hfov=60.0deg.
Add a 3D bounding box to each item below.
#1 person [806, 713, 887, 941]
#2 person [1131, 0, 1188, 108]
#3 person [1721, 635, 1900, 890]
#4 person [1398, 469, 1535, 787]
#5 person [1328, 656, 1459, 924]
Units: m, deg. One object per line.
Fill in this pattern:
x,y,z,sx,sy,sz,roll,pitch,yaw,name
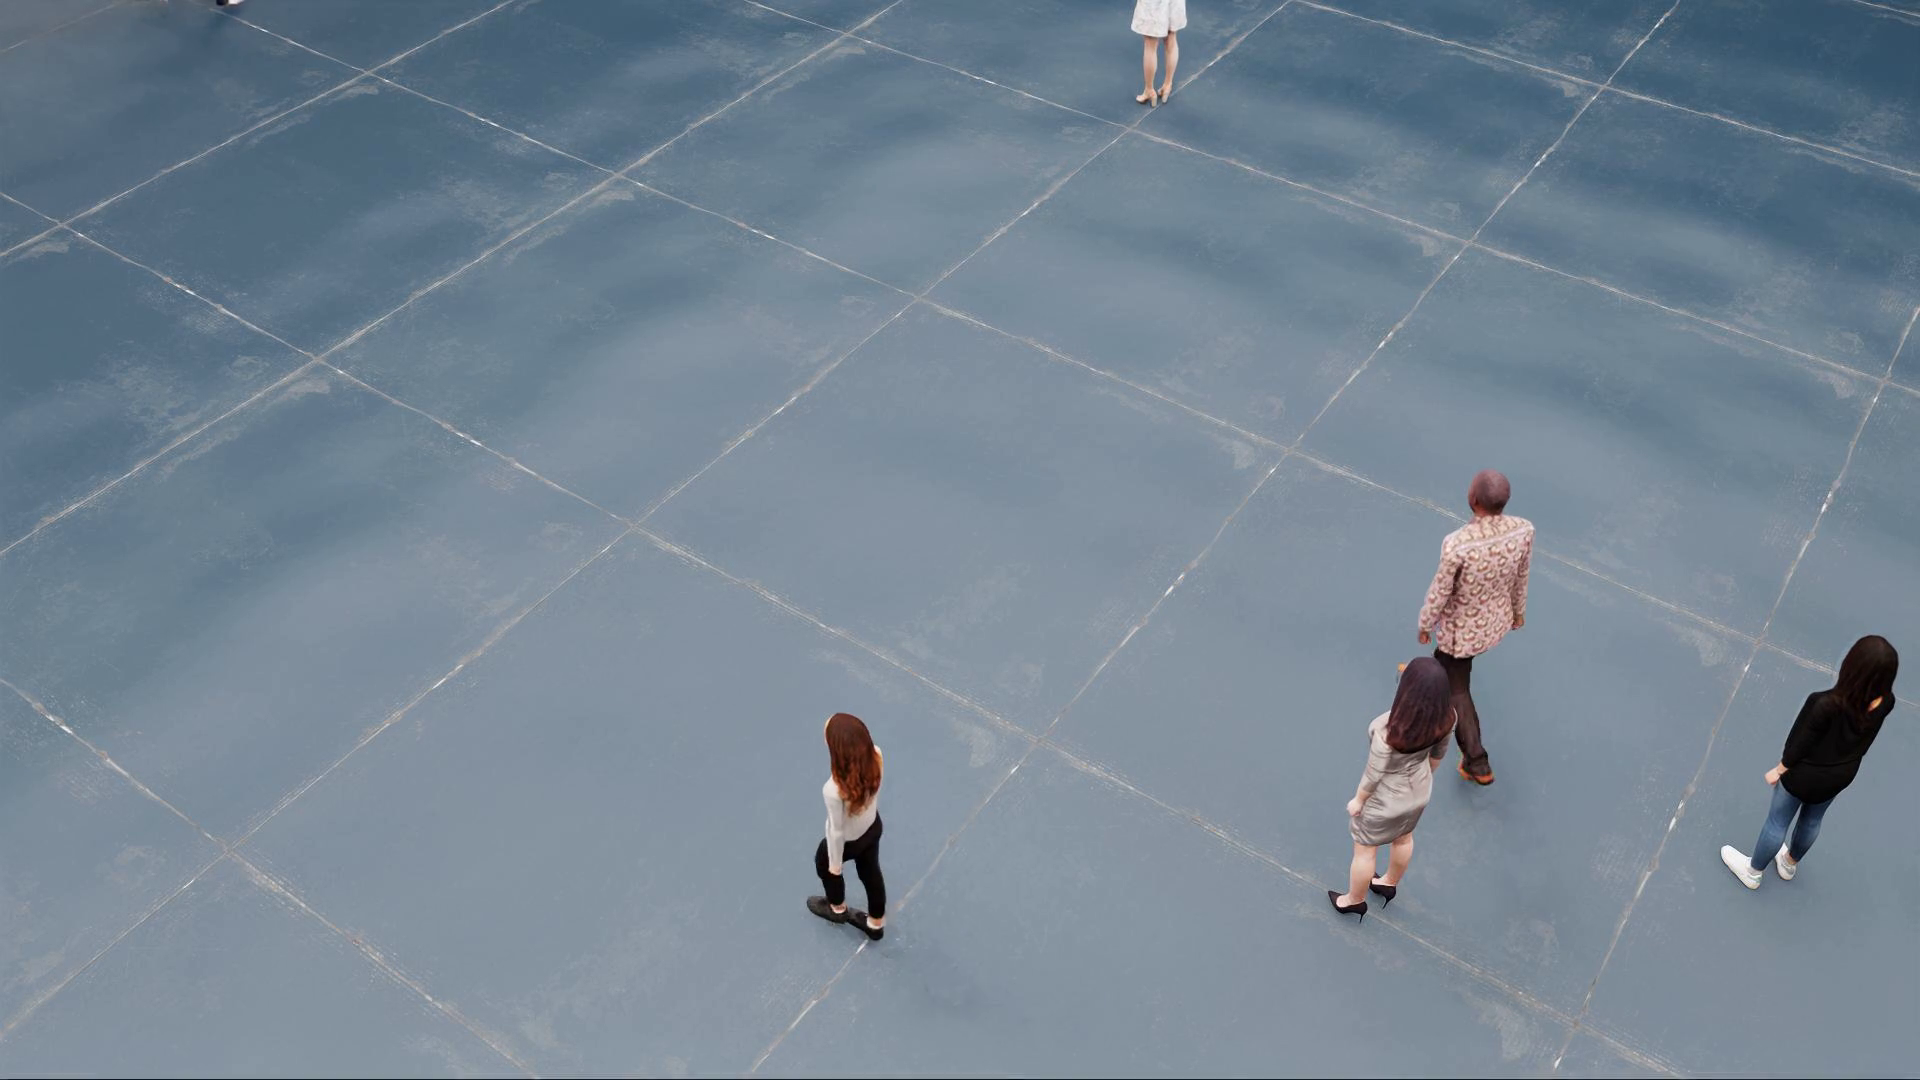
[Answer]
-0.435,1.376,7.665,0.640,1.473,0.589,28,50,27,person
1.648,-4.418,13.648,0.770,1.775,0.804,-16,45,-17,person
4.063,1.067,7.868,0.648,1.647,0.703,-8,44,-8,person
2.622,0.477,8.402,1.118,1.779,1.323,-18,46,-18,person
2.005,1.171,7.683,0.662,1.747,0.667,-18,46,-18,person
